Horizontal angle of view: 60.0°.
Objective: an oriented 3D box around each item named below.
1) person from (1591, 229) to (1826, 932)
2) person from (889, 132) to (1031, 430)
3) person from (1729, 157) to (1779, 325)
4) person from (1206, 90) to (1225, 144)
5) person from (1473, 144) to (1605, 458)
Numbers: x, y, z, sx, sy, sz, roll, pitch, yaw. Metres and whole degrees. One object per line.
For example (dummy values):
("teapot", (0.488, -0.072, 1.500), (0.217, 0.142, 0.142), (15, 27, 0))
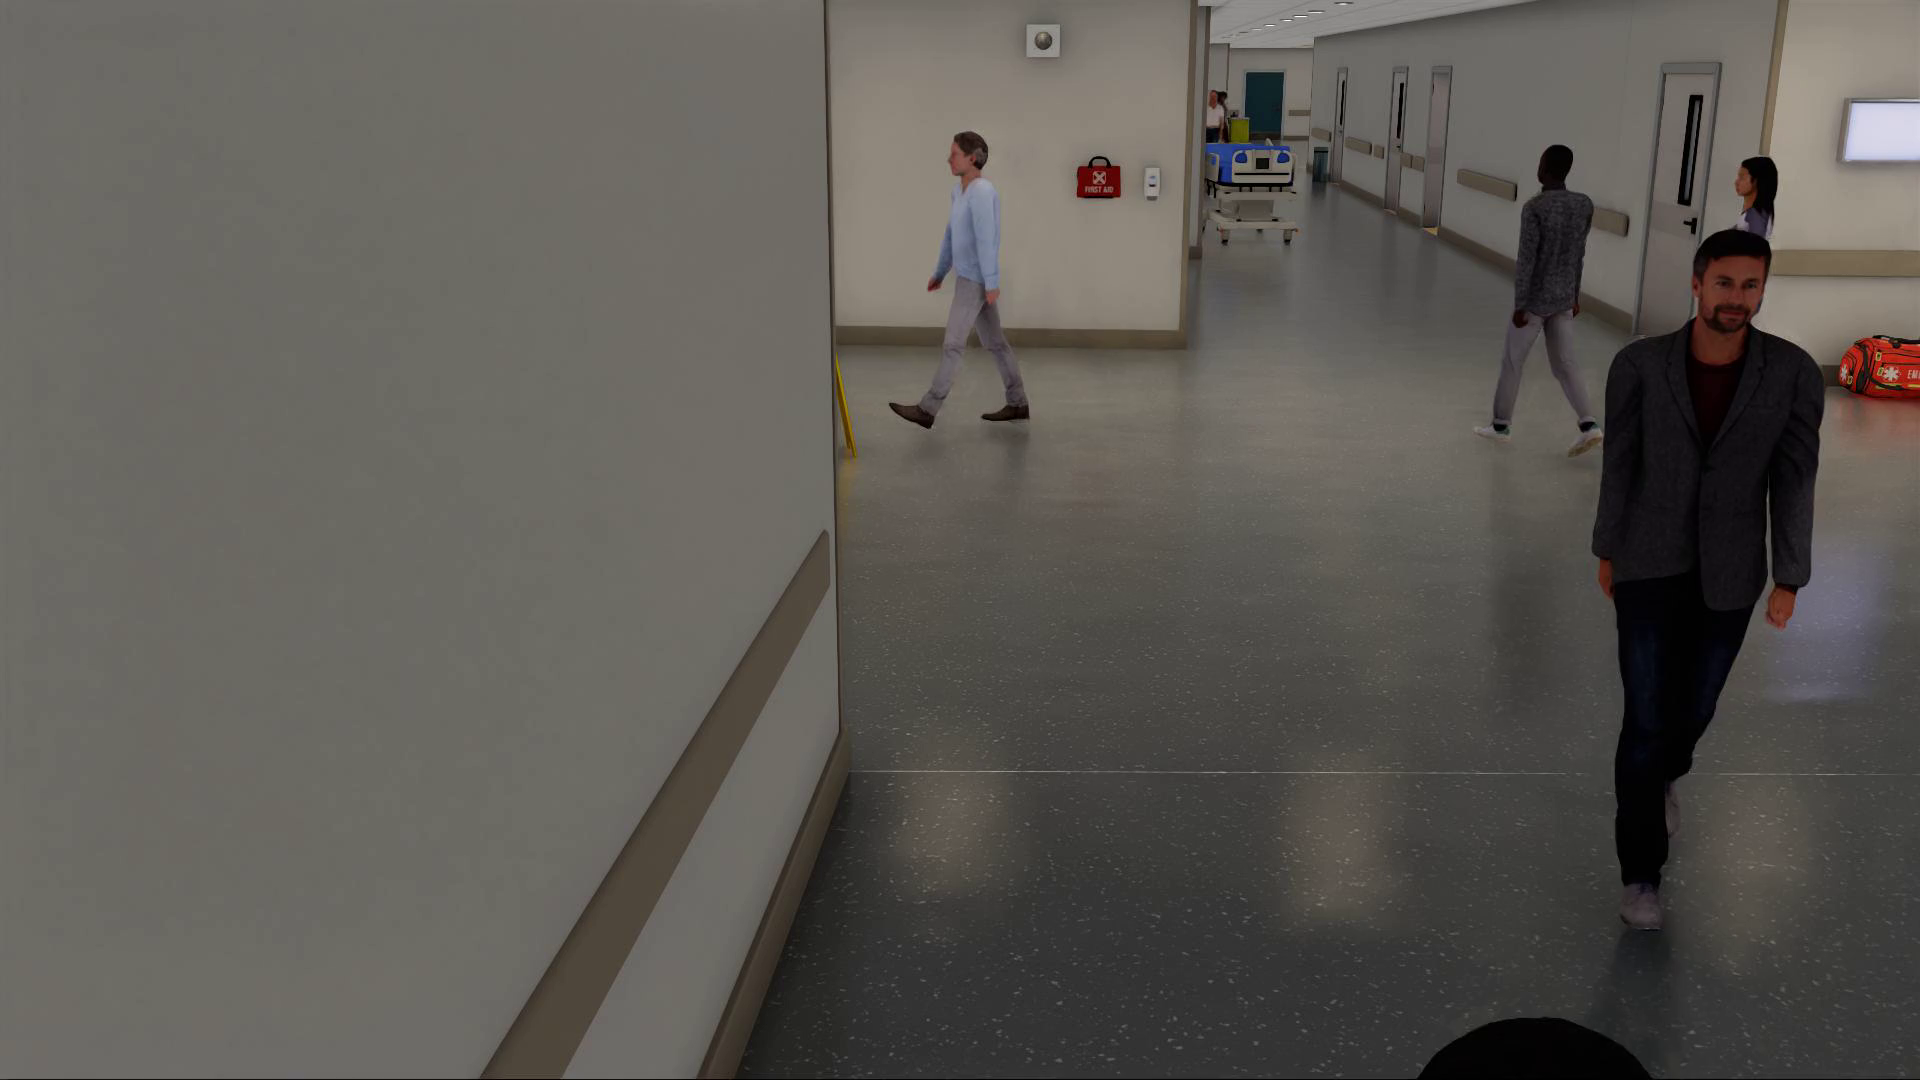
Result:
("person", (2.005, 0.083, 4.603), (1.224, 1.821, 0.937), (5, 16, 17))
("person", (0.188, -1.610, 10.577), (1.253, 1.839, 0.887), (-3, 16, -10))
("person", (4.970, -1.559, 10.589), (0.547, 1.734, 0.608), (3, 16, 12))
("person", (5.496, -8.882, 36.352), (0.792, 1.848, 0.786), (4, 16, 13))
("person", (3.522, -1.377, 9.812), (1.224, 1.806, 1.095), (-6, 17, -20))
